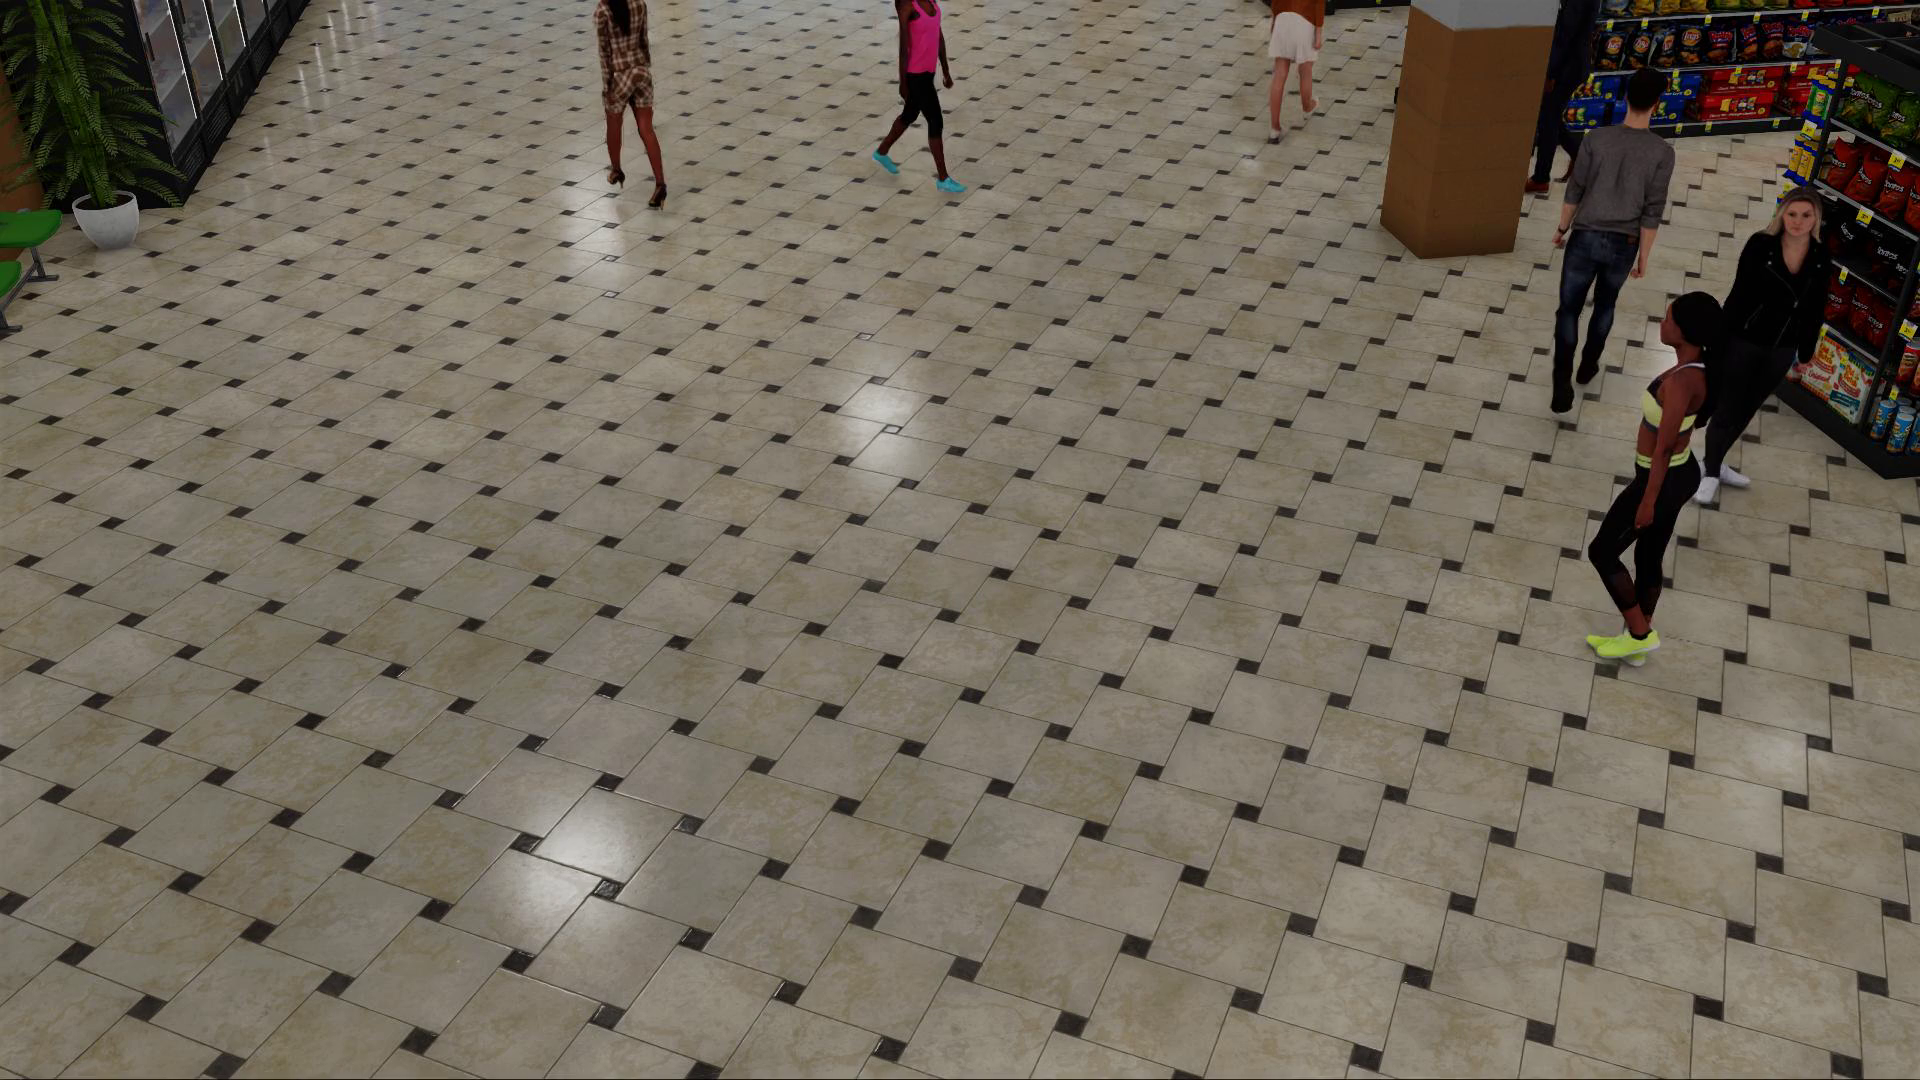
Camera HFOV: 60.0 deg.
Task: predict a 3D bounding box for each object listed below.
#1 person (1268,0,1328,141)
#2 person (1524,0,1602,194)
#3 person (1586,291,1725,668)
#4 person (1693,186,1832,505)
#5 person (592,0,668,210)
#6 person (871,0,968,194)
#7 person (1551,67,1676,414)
[{"bbox_3d":[2.636,-4.022,13.215,1.086,1.681,1.083,16,35,23],"label":"person"},{"bbox_3d":[4.477,-3.405,12.103,0.972,1.807,0.905,11,33,16],"label":"person"},{"bbox_3d":[3.025,-0.190,6.994,0.774,1.746,0.709,22,38,31],"label":"person"},{"bbox_3d":[3.989,-0.963,8.306,0.642,1.673,0.788,-1,32,-1],"label":"person"},{"bbox_3d":[-2.308,-3.194,11.824,1.098,1.744,0.978,-22,38,-32],"label":"person"},{"bbox_3d":[-0.367,-3.434,12.269,1.143,1.681,1.061,19,37,27],"label":"person"},{"bbox_3d":[3.510,-1.591,9.122,1.224,1.876,1.137,11,33,17],"label":"person"}]
